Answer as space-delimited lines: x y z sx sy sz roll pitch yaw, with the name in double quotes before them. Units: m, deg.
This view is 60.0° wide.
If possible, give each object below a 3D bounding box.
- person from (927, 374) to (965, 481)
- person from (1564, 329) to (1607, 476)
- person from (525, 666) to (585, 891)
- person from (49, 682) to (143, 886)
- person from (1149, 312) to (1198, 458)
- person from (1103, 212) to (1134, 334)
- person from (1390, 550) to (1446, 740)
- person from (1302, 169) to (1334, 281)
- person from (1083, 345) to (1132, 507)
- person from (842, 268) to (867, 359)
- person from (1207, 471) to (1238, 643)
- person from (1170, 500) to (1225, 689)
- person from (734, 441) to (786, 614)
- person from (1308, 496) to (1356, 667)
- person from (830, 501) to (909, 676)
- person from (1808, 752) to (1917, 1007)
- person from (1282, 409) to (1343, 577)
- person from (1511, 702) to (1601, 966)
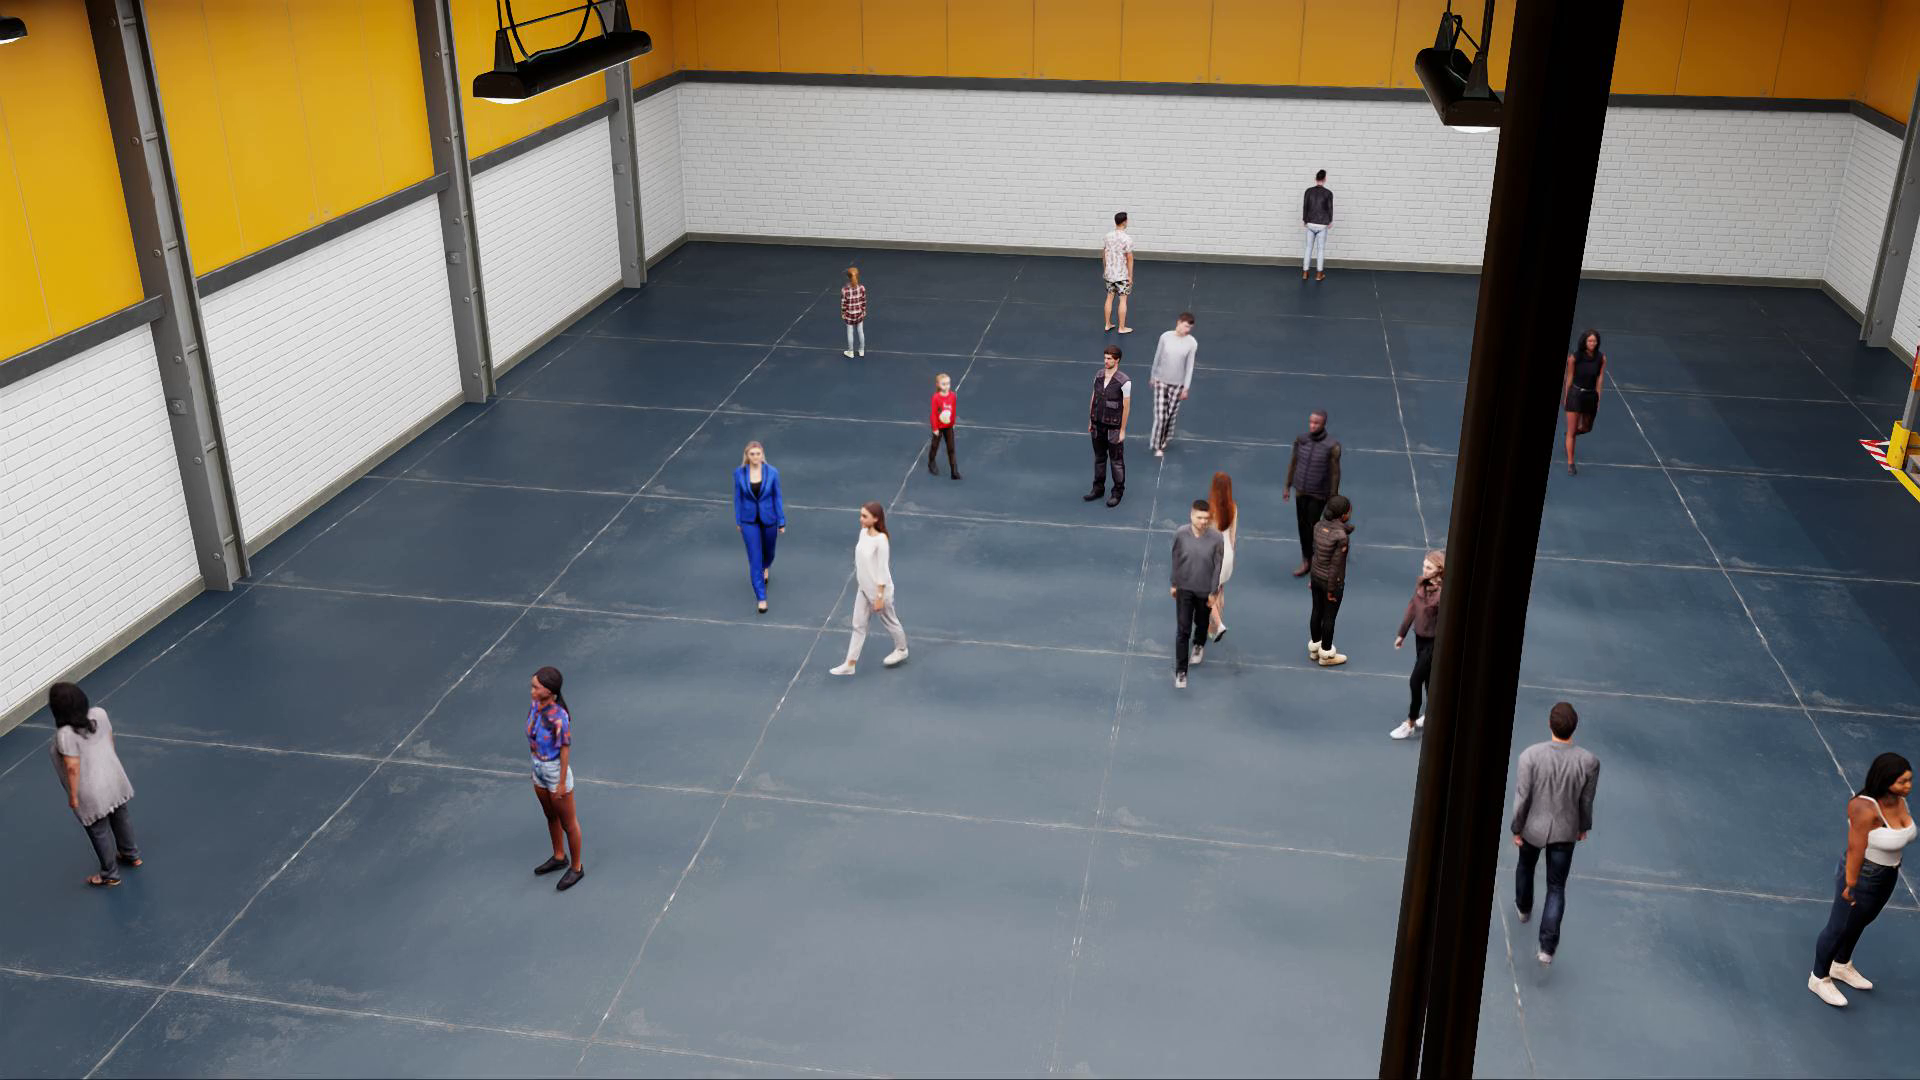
"person" -0.234 -1.353 19.663 0.845 1.250 0.965 -12 26 -25
"person" 7.380 -1.678 19.814 0.684 1.725 0.991 0 24 1
"person" -2.945 1.701 12.063 0.667 1.743 0.686 21 31 39
"person" -6.302 1.750 12.116 0.704 1.610 0.603 6 24 13
"person" 2.553 -1.939 20.325 0.708 1.794 0.900 8 25 18
"person" 2.382 -4.046 25.121 0.752 1.814 0.735 18 29 35
"person" 4.045 0.855 14.077 0.876 1.680 0.862 -8 25 -17
"person" 6.001 -5.305 27.972 0.713 1.836 0.641 11 26 24
"person" 1.689 -1.311 18.819 0.742 1.849 0.743 18 29 35
"person" -1.530 -3.292 24.028 0.621 1.307 0.662 -10 25 -21
"person" 2.431 0.207 15.536 0.775 1.697 0.946 -6 24 -14
"person" 2.143 0.426 15.016 0.641 1.714 1.141 6 24 13
"person" -1.987 -0.186 16.479 0.885 1.663 1.214 -4 24 -8
"person" 3.350 0.377 15.194 0.761 1.660 0.700 8 25 17
"person" -0.701 0.436 15.077 1.128 1.646 1.046 -17 29 -34
"person" 5.904 2.184 10.874 0.738 1.809 0.795 -15 28 -31
"person" 3.656 -0.500 16.993 0.905 1.826 0.859 -21 31 -39
"person" 3.999 2.005 11.246 0.790 1.839 1.220 7 25 16
